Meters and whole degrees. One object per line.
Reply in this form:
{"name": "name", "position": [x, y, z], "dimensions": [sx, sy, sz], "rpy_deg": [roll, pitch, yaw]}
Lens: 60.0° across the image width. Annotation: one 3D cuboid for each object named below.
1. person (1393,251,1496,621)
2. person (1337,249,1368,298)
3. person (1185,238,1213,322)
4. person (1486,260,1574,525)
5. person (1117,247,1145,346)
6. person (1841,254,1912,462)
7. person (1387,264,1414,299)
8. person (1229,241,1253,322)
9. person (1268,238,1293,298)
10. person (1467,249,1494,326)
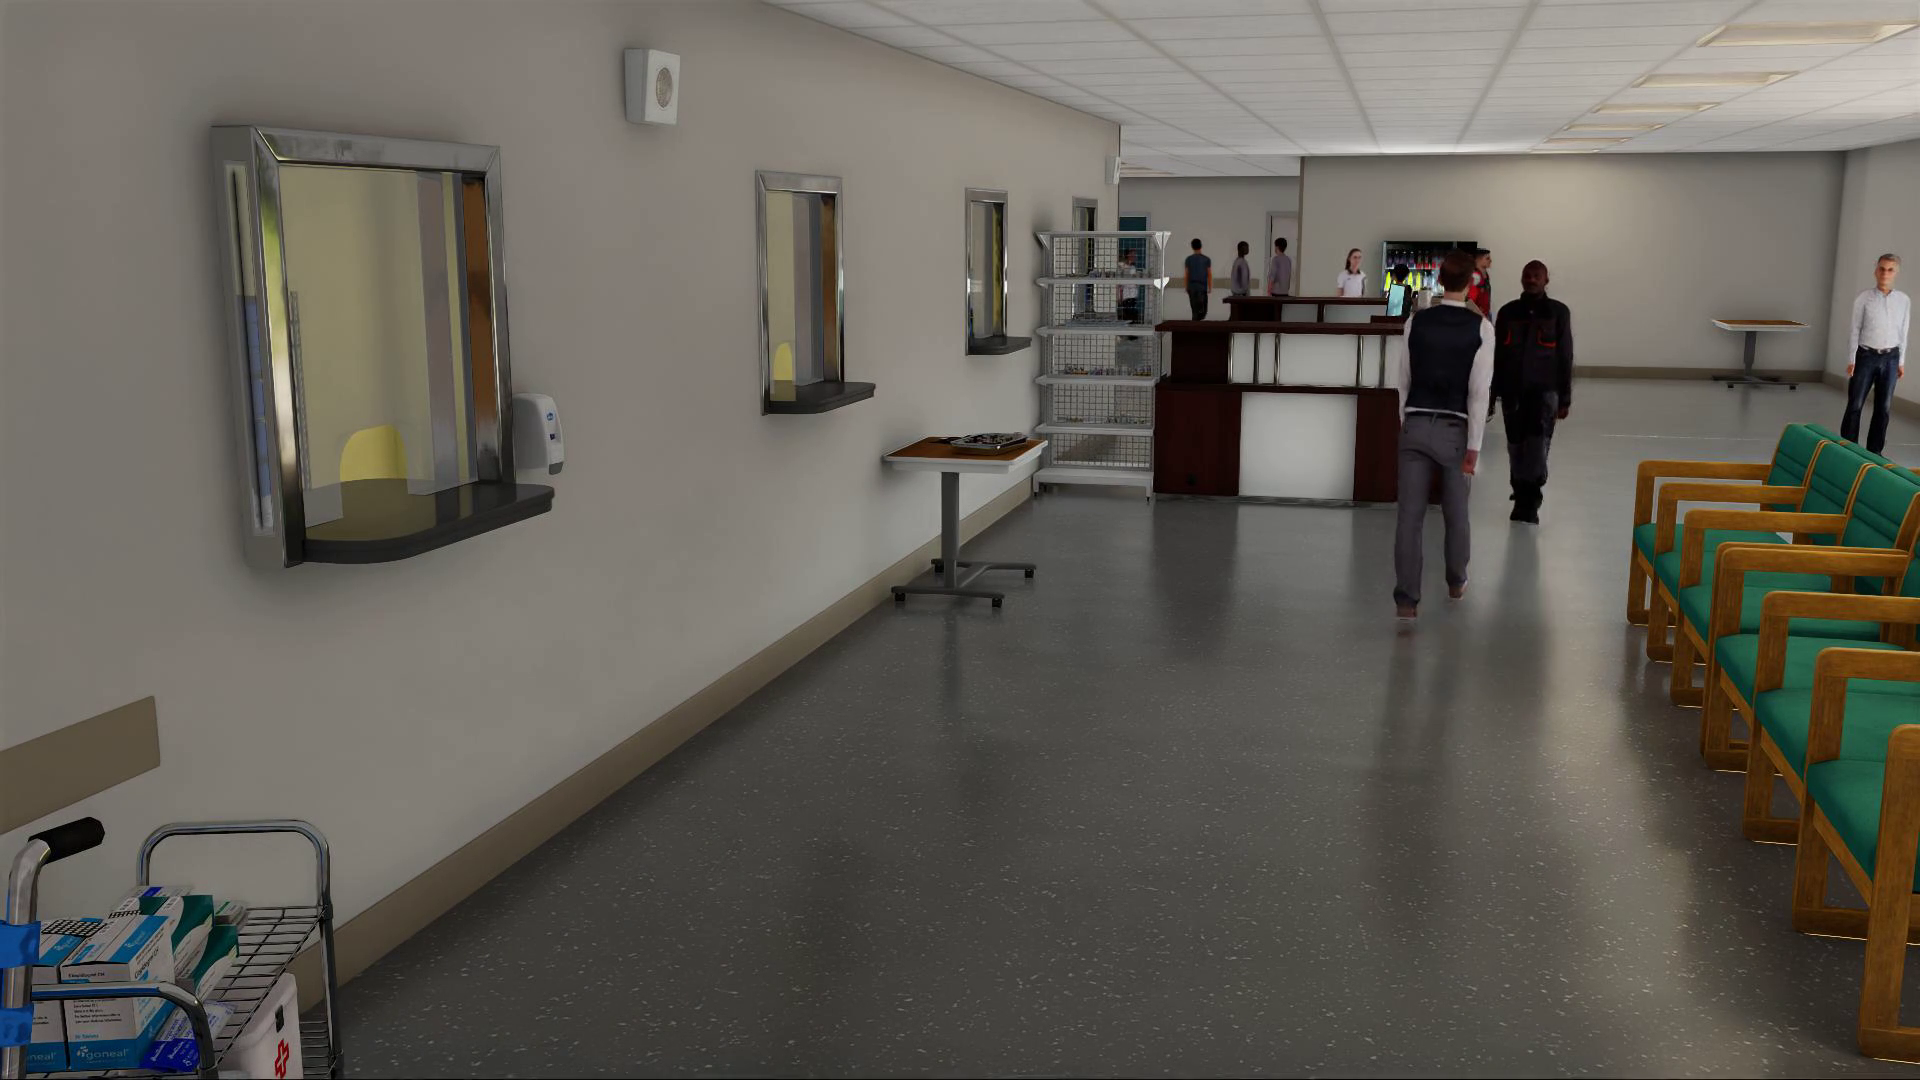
{"name": "person", "position": [2.423, -0.491, 8.550], "dimensions": [1.241, 1.882, 0.871], "rpy_deg": [5, 12, 23]}
{"name": "person", "position": [5.044, -2.881, 21.536], "dimensions": [0.851, 1.737, 0.842], "rpy_deg": [-3, 11, -13]}
{"name": "person", "position": [4.328, -4.591, 30.419], "dimensions": [0.859, 1.784, 0.799], "rpy_deg": [5, 12, 24]}
{"name": "person", "position": [3.984, -1.028, 11.593], "dimensions": [0.994, 1.803, 0.921], "rpy_deg": [6, 12, 27]}
{"name": "person", "position": [2.908, -4.215, 28.712], "dimensions": [0.801, 1.681, 0.765], "rpy_deg": [7, 13, 32]}
{"name": "person", "position": [7.924, -1.567, 14.393], "dimensions": [0.544, 1.818, 0.732], "rpy_deg": [1, 11, 7]}
{"name": "person", "position": [5.781, -2.865, 21.944], "dimensions": [0.617, 1.553, 0.676], "rpy_deg": [-6, 12, -30]}
{"name": "person", "position": [4.743, -4.258, 28.759], "dimensions": [1.000, 1.749, 0.833], "rpy_deg": [-1, 11, -6]}
{"name": "person", "position": [5.342, -4.071, 27.574], "dimensions": [1.076, 1.822, 0.924], "rpy_deg": [10, 15, 42]}
{"name": "person", "position": [6.310, -2.699, 20.543], "dimensions": [0.801, 1.748, 0.762], "rpy_deg": [7, 13, 34]}
